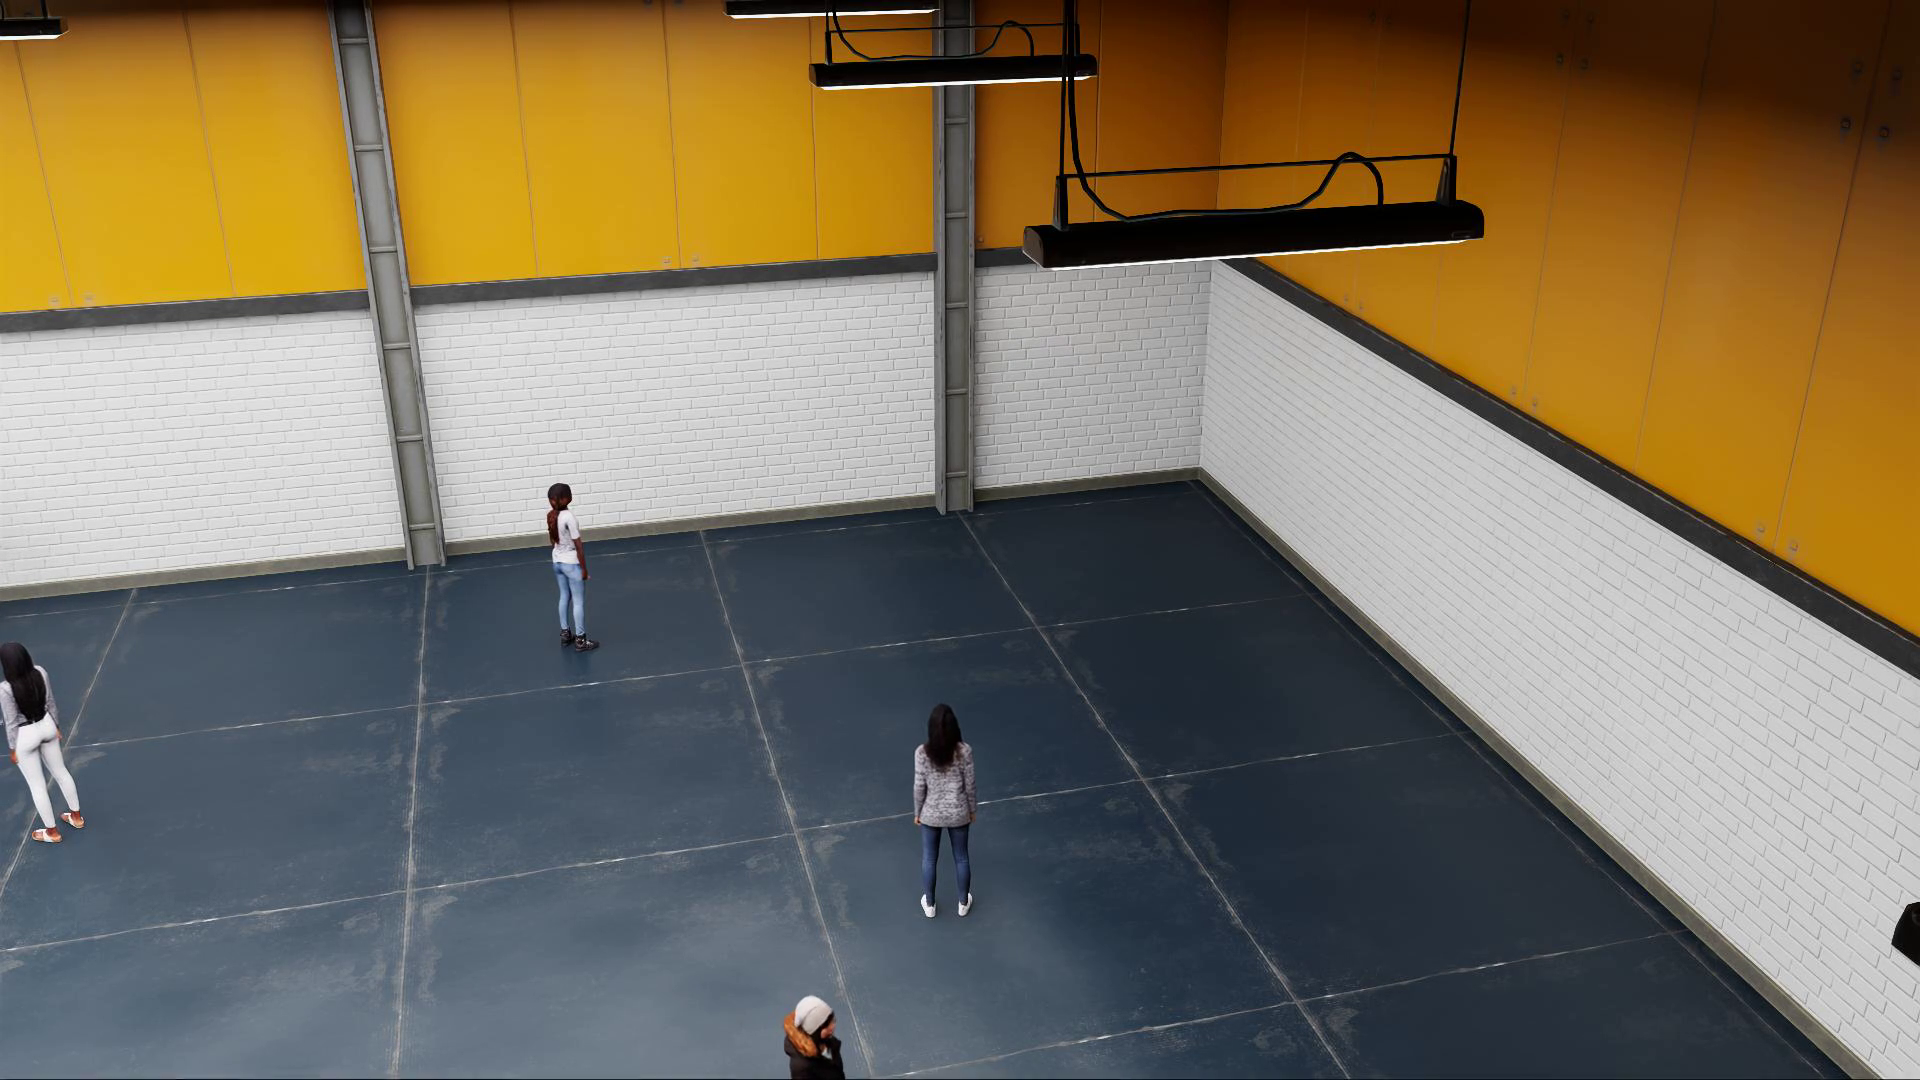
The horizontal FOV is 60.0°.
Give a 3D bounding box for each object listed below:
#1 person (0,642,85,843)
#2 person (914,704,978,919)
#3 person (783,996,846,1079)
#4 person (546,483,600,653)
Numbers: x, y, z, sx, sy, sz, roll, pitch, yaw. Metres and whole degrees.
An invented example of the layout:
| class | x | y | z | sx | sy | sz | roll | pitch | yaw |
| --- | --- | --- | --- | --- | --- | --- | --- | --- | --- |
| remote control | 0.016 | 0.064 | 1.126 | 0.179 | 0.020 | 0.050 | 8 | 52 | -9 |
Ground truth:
| class | x | y | z | sx | sy | sz | roll | pitch | yaw |
| --- | --- | --- | --- | --- | --- | --- | --- | --- | --- |
| person | -7.298 | 1.572 | 13.117 | 0.701 | 1.724 | 0.666 | 10 | 26 | 22 |
| person | -0.115 | 1.981 | 12.167 | 0.536 | 1.735 | 0.716 | -1 | 24 | -2 |
| person | -0.808 | 3.250 | 9.389 | 0.753 | 1.634 | 0.733 | 5 | 24 | 12 |
| person | -3.800 | 0.248 | 16.150 | 0.670 | 1.719 | 0.700 | 18 | 30 | 36 |
